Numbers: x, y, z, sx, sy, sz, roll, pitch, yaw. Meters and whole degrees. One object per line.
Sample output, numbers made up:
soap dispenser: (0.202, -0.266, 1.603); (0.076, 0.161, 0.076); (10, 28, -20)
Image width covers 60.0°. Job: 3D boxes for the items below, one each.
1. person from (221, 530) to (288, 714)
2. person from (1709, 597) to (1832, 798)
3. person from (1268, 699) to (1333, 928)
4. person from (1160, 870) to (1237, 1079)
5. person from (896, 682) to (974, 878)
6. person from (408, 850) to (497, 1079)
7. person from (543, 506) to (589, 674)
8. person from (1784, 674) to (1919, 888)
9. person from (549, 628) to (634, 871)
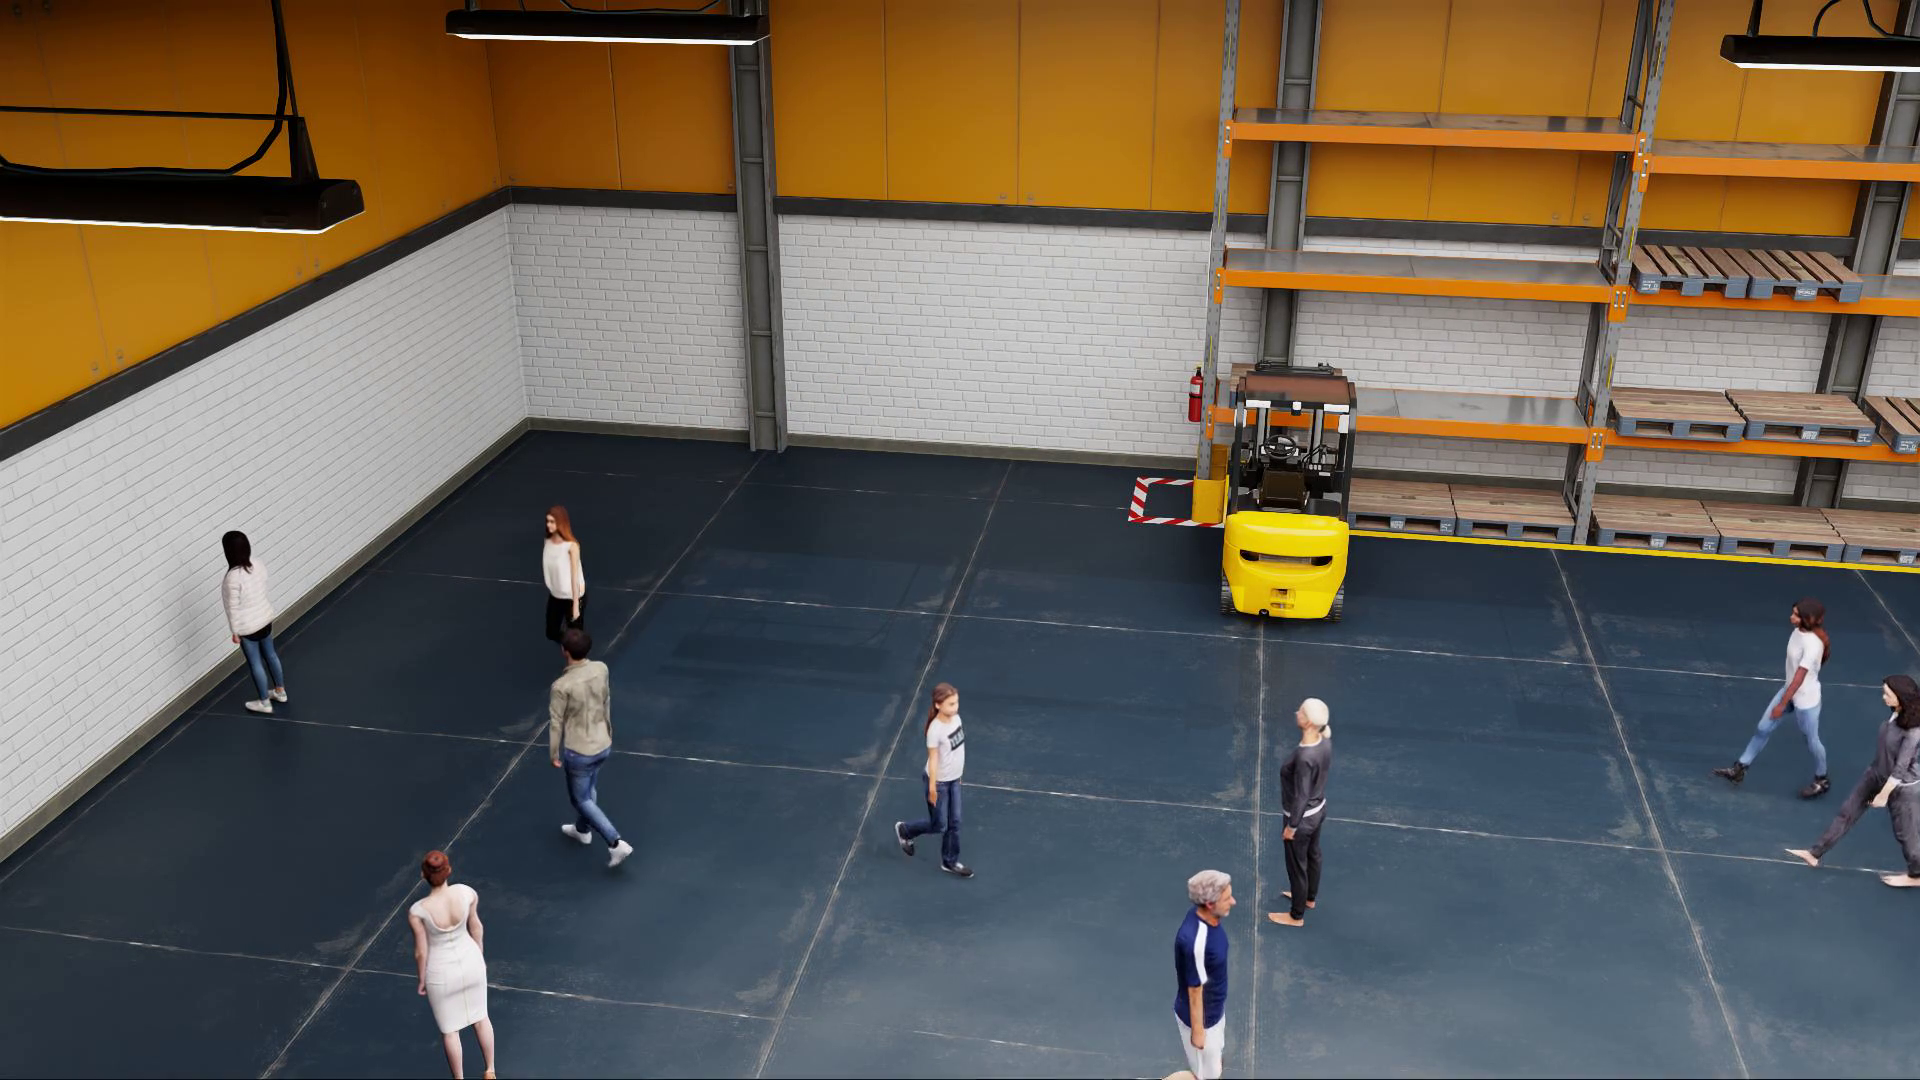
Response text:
person: (-6.025, 0.683, 14.177); (0.559, 1.636, 0.611); (5, 24, 12)
person: (6.551, 1.252, 12.830); (1.140, 1.672, 0.648); (2, 24, 3)
person: (2.371, 1.848, 11.401); (0.657, 1.725, 0.676); (15, 28, 31)
person: (1.290, 2.647, 9.442); (0.897, 1.830, 0.684); (6, 24, 14)
person: (-0.174, 1.698, 11.962); (0.917, 1.550, 0.719); (14, 27, 29)
person: (-2.953, 2.550, 9.714); (0.625, 1.791, 0.687); (-15, 28, -31)
person: (-3.386, 0.471, 14.564); (0.653, 1.714, 0.730); (14, 27, 29)
person: (6.651, 1.740, 11.672); (1.138, 1.705, 0.635); (5, 24, 11)
person: (-2.663, 1.518, 12.007); (1.215, 1.844, 1.001); (15, 28, 31)
